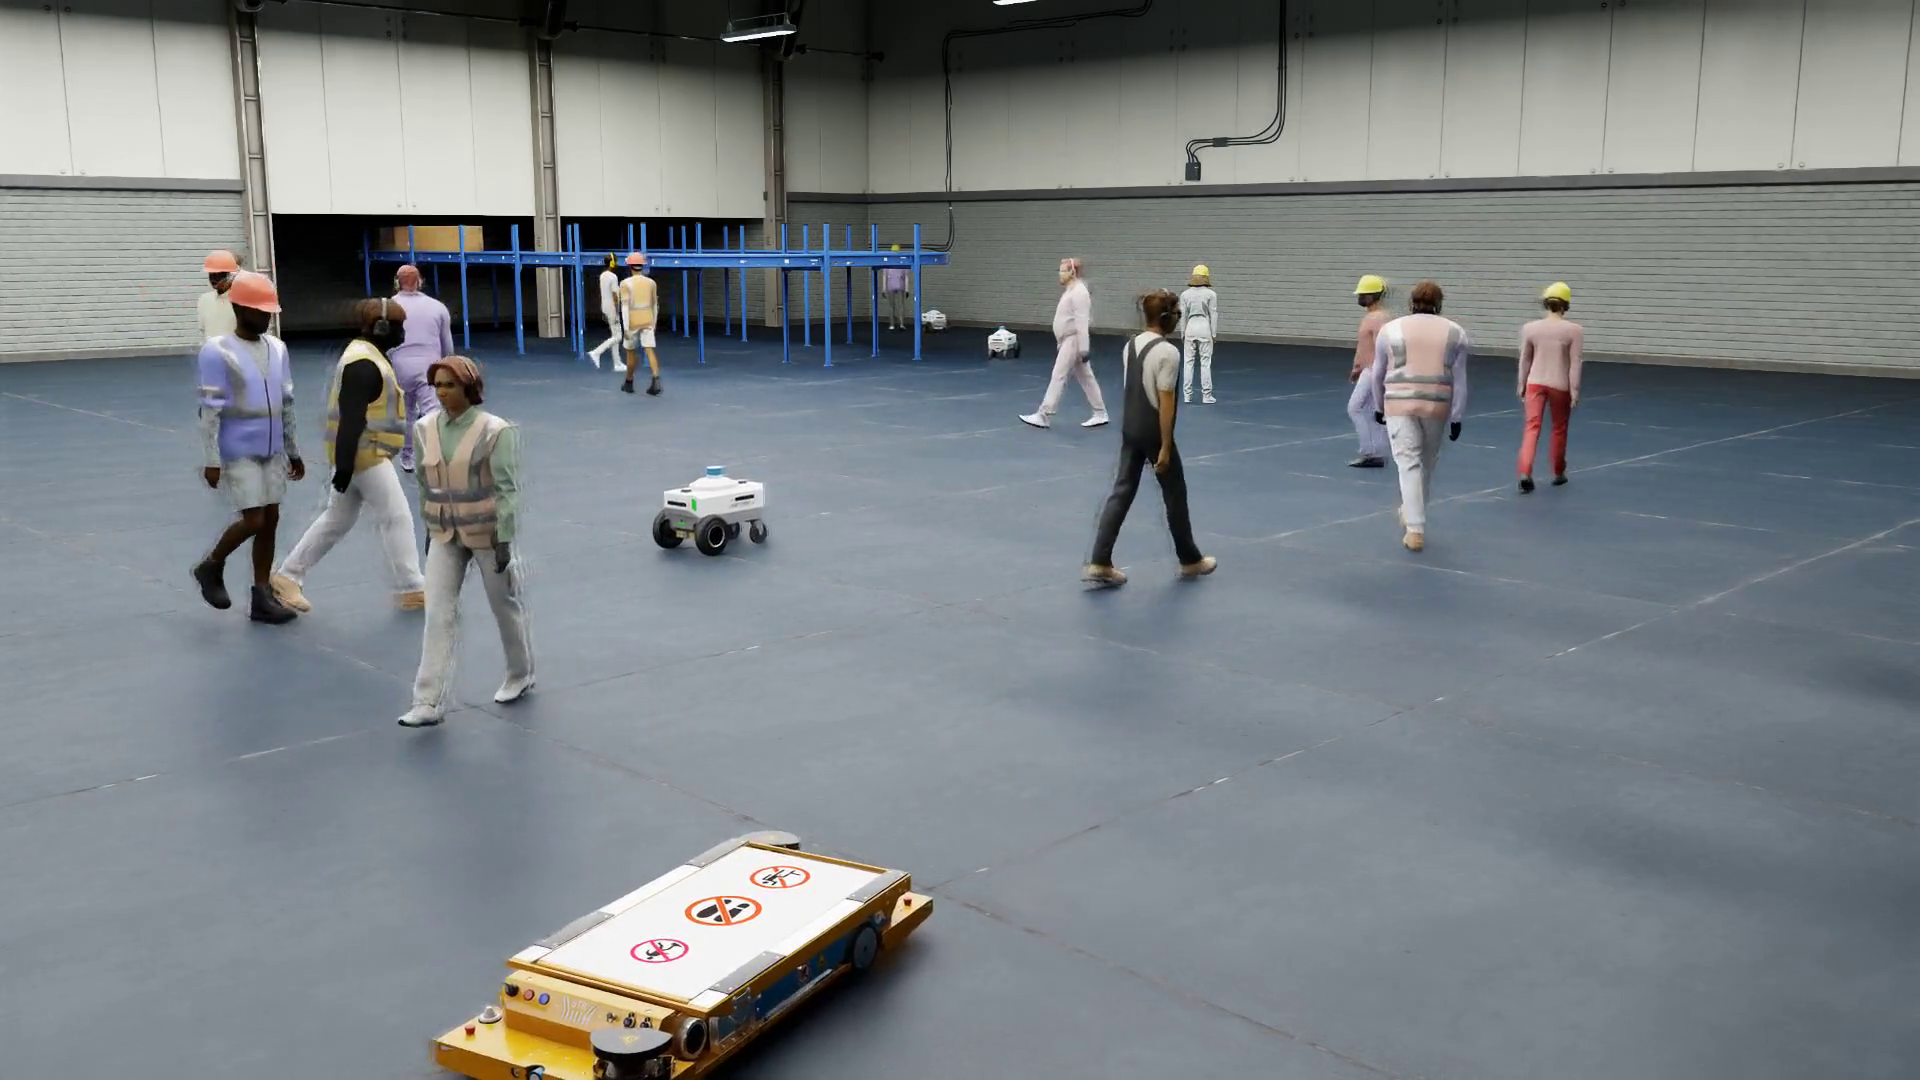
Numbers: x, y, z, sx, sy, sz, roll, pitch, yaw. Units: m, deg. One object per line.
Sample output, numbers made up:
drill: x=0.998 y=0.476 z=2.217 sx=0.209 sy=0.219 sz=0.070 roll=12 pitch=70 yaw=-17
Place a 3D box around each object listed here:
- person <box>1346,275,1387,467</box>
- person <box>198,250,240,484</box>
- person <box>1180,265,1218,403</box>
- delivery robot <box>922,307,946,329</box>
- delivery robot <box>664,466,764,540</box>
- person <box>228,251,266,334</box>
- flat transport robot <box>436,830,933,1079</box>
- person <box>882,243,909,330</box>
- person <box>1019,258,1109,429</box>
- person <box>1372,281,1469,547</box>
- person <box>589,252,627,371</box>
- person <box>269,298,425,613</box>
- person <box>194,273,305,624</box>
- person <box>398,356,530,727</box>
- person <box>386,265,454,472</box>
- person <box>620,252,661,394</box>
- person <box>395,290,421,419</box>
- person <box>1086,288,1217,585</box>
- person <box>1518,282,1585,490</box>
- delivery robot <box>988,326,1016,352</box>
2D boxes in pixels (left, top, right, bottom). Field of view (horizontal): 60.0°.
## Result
person: x=3.691 y=-1.531 z=15.187 sx=0.520 sy=1.752 sz=0.528 roll=1 pitch=10 yaw=6
person: x=-6.185 y=-1.446 z=14.071 sx=0.646 sy=1.980 sz=0.434 roll=3 pitch=11 yaw=17
person: x=3.033 y=-2.608 z=21.085 sx=0.484 sy=1.736 sz=0.307 roll=5 pitch=11 yaw=25
delivery robot: x=-0.566 y=-4.834 z=36.303 sx=0.477 sy=0.478 sz=0.707 roll=-4 pitch=11 yaw=-21
delivery robot: x=-1.675 y=-0.262 z=11.371 sx=0.477 sy=0.478 sz=0.707 roll=8 pitch=13 yaw=37
person: x=-9.205 y=-2.762 z=21.459 sx=0.656 sy=1.914 sz=0.639 roll=9 pitch=13 yaw=39
flat transport robot: x=-0.702 y=1.158 z=4.660 sx=0.652 sy=0.197 sz=1.431 roll=5 pitch=12 yaw=27
person: x=-1.436 y=-5.667 z=37.246 sx=0.592 sy=1.927 sz=0.375 roll=0 pitch=10 yaw=-1
person: x=1.183 y=-2.148 z=18.240 sx=1.019 sy=1.854 sz=0.667 roll=0 pitch=10 yaw=-2
person: x=3.157 y=-0.887 z=11.541 sx=0.612 sy=1.784 sz=0.951 roll=1 pitch=10 yaw=3
person: x=-5.473 y=-3.548 z=25.909 sx=0.665 sy=1.848 sz=0.528 roll=-8 pitch=13 yaw=-36
person: x=-3.444 y=-0.469 z=9.355 sx=0.969 sy=1.782 sz=0.632 roll=-4 pitch=11 yaw=-20
person: x=-3.906 y=-0.500 z=9.119 sx=0.556 sy=1.912 sz=0.550 roll=5 pitch=11 yaw=23
person: x=-2.159 y=-0.007 z=7.273 sx=0.536 sy=1.586 sz=0.856 roll=3 pitch=11 yaw=15
person: x=-4.784 y=-1.479 z=14.624 sx=0.663 sy=1.852 sz=1.038 roll=-4 pitch=11 yaw=-22
person: x=-4.281 y=-2.904 z=22.286 sx=0.562 sy=1.892 sz=0.987 roll=-7 pitch=13 yaw=-34
person: x=-6.352 y=-2.186 z=19.138 sx=0.541 sy=1.589 sz=0.871 roll=-4 pitch=11 yaw=-23
person: x=1.150 y=-0.624 z=10.103 sx=0.970 sy=1.797 sz=0.537 roll=-7 pitch=12 yaw=-33
person: x=4.932 y=-1.294 z=13.943 sx=0.532 sy=1.725 sz=0.883 roll=7 pitch=12 yaw=33
delivery robot: x=0.734 y=-3.458 z=28.798 sx=0.477 sy=0.478 sz=0.707 roll=3 pitch=11 yaw=16
